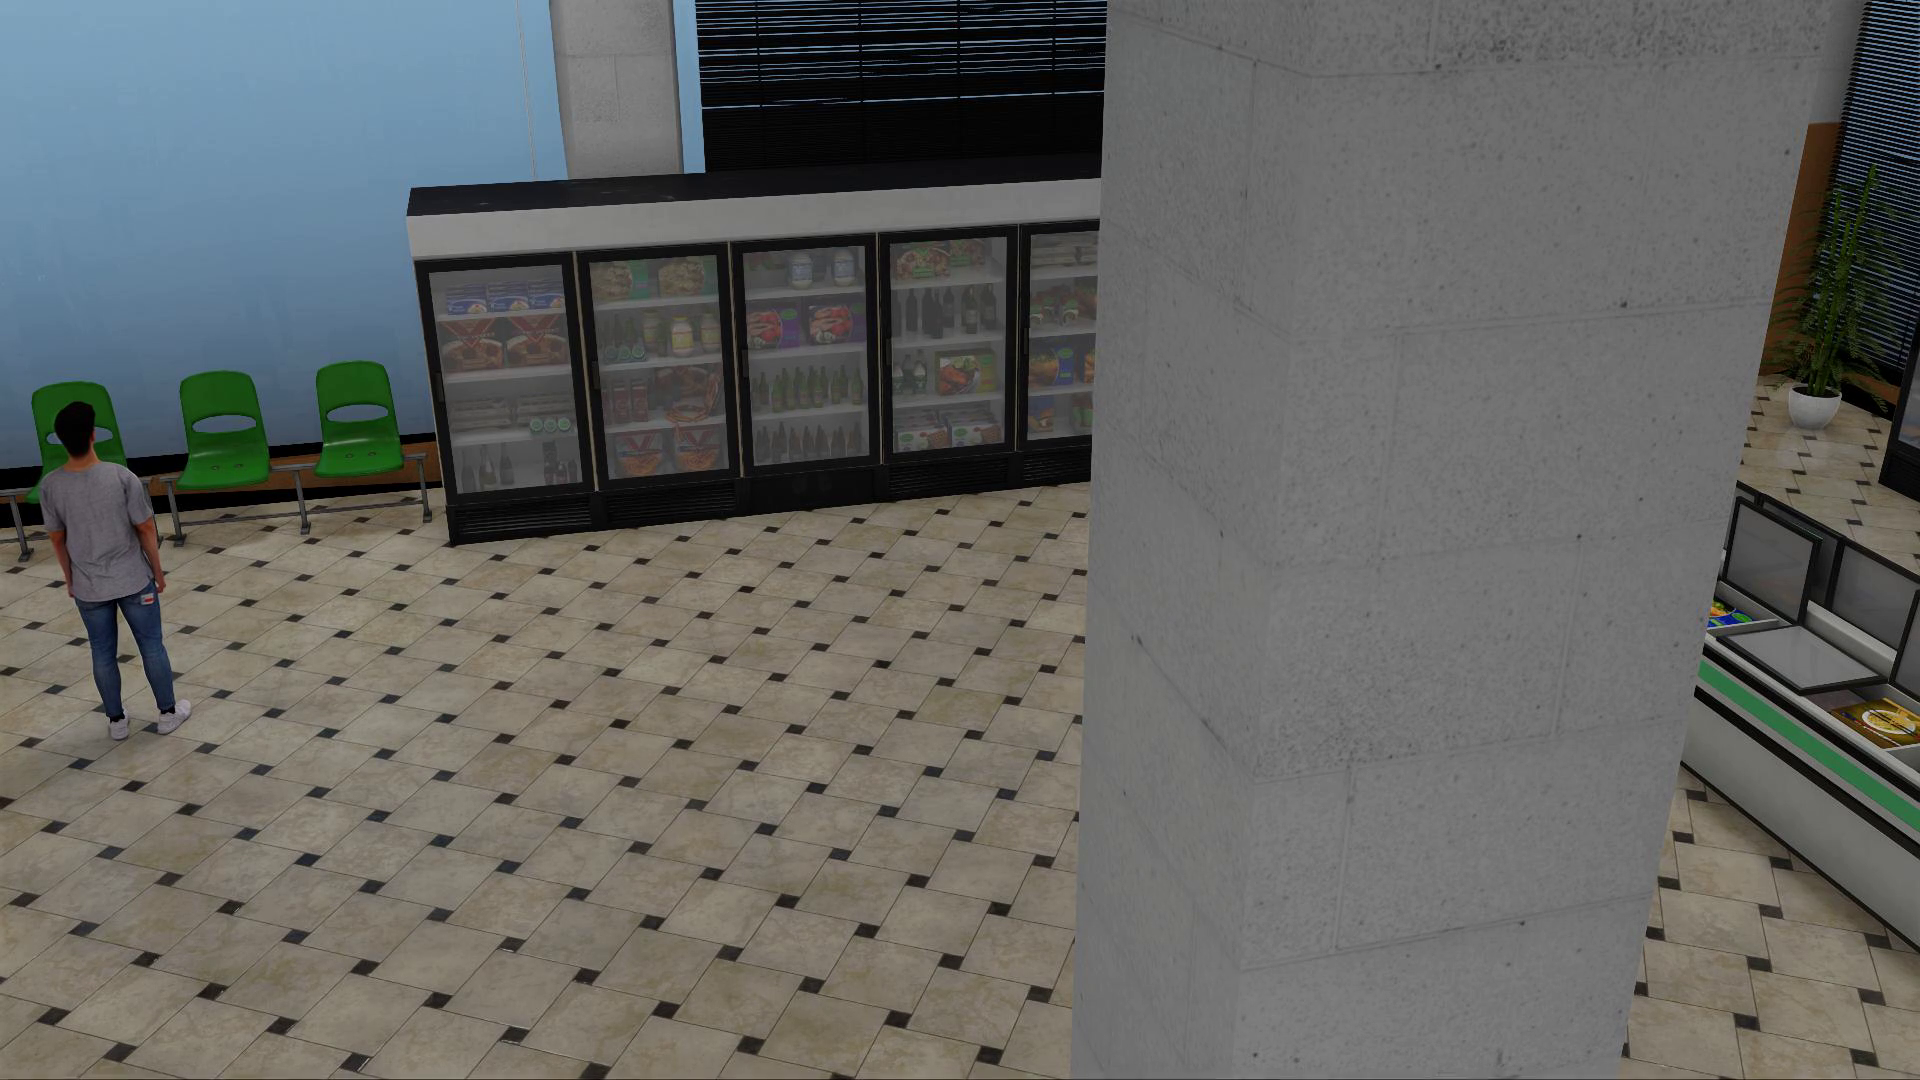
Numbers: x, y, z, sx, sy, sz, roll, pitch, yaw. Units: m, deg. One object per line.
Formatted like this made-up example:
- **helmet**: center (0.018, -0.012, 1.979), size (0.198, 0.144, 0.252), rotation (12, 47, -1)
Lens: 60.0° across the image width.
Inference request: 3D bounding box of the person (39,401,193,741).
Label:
- **person**: center (-4.519, 0.175, 8.846), size (0.659, 1.890, 0.546), rotation (-6, 24, -14)
